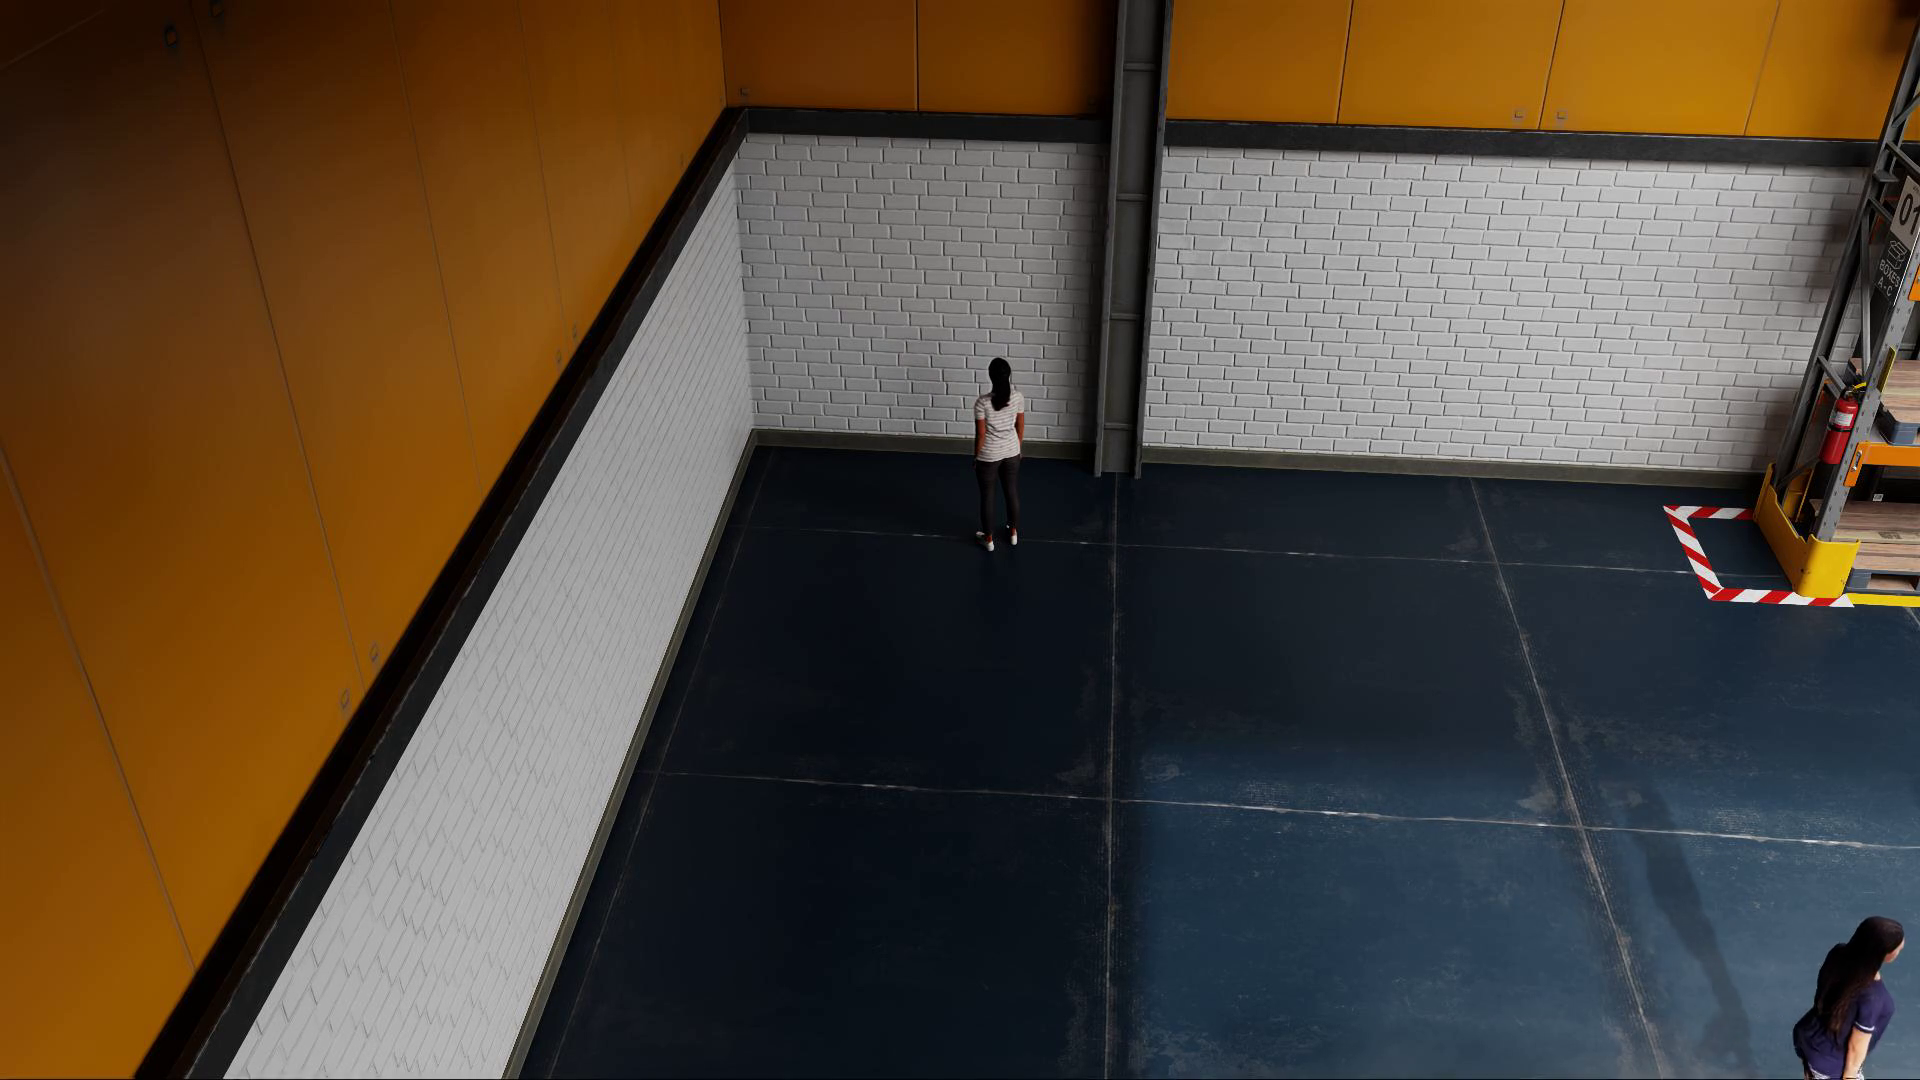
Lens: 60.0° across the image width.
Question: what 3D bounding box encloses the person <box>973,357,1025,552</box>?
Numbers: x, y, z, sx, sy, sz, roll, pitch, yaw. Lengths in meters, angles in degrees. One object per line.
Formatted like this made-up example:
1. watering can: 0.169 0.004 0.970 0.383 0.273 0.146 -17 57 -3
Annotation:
1. person: 0.300 -0.671 12.890 0.605 1.647 0.712 -13 36 -18

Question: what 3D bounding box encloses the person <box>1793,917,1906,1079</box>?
1. person: 4.127 2.487 8.043 0.834 1.752 0.612 0 34 0
